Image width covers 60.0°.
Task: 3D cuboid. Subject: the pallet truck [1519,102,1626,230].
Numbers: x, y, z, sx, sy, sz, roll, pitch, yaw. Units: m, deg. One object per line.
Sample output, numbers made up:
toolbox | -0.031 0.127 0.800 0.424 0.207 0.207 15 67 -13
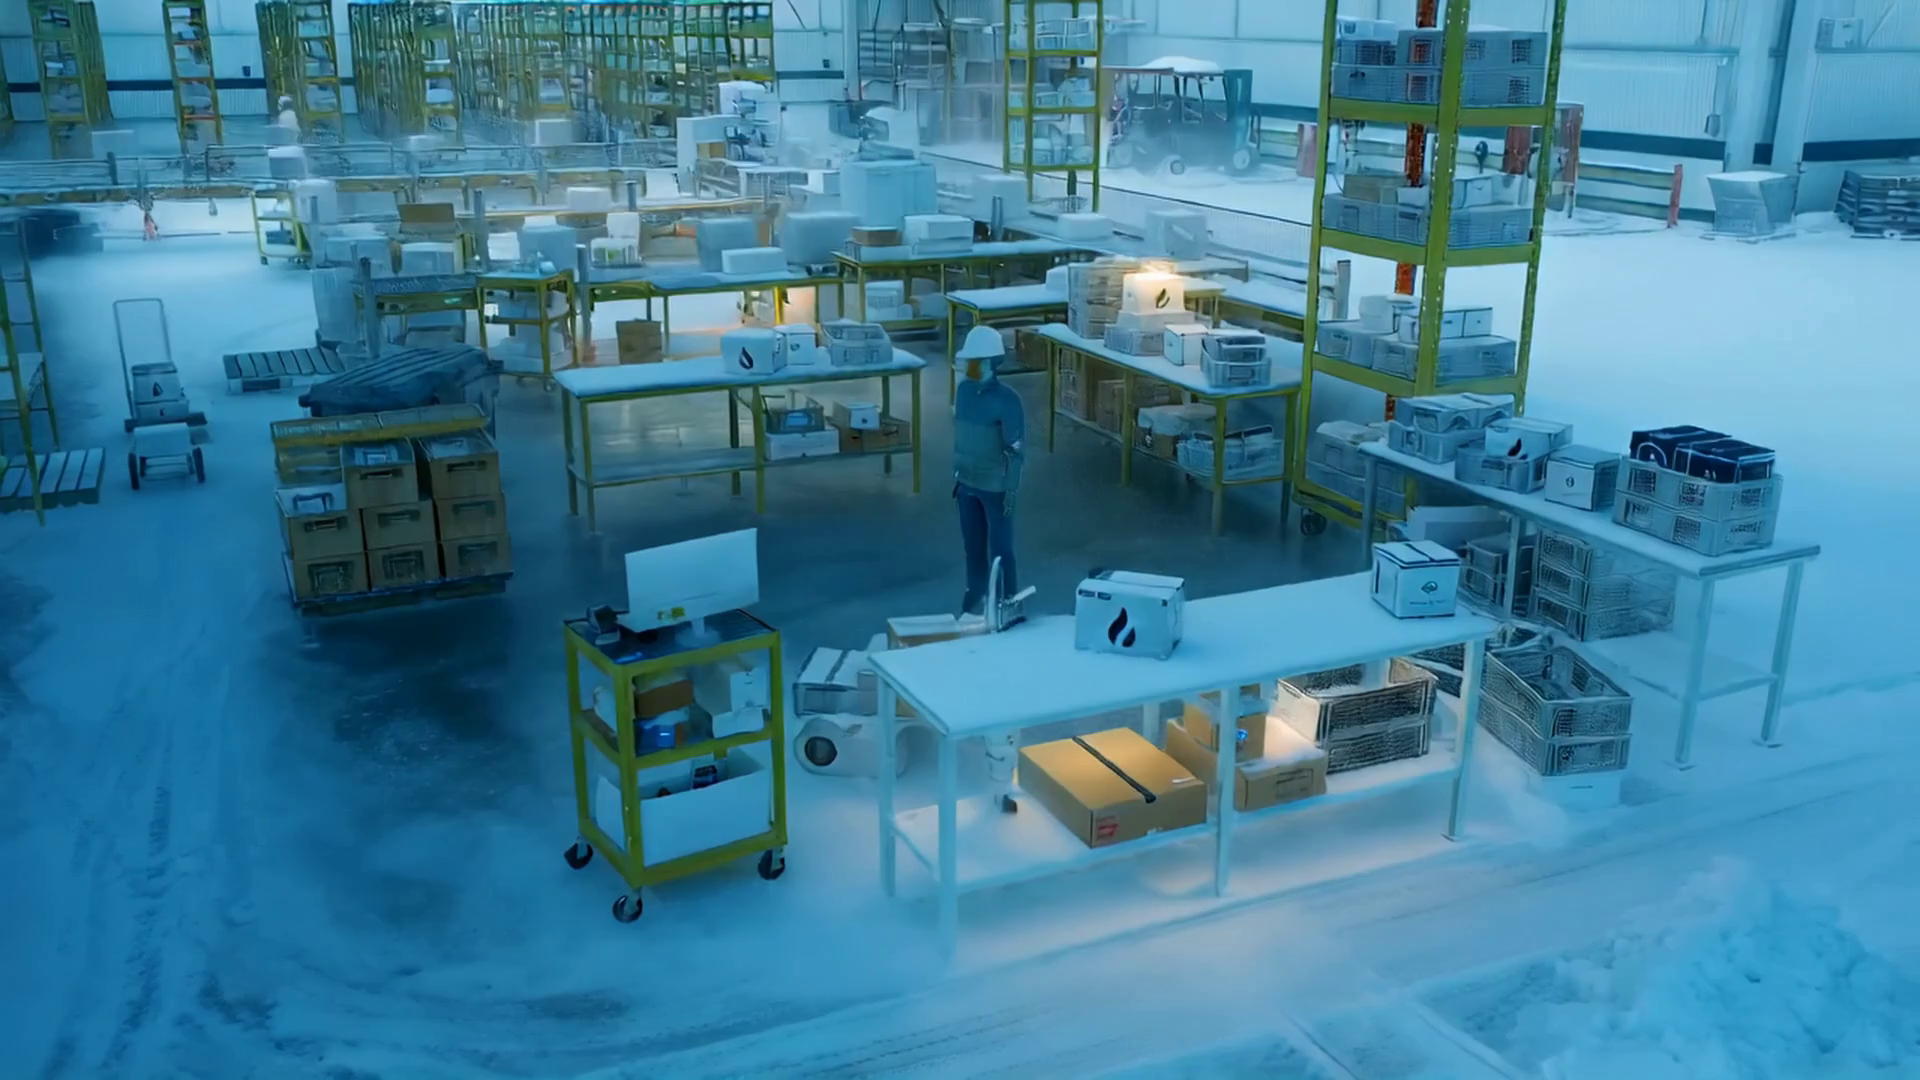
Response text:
pallet truck | 9.972 -6.037 26.785 1.885 1.965 0.823 -9 20 -25

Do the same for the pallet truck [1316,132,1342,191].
pallet truck | 7.723 -7.504 32.656 1.601 1.201 0.680 -8 19 -23

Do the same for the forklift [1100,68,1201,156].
forklift | 4.082 -9.564 37.410 2.680 1.987 1.157 -8 19 -23

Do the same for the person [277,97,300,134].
person | -13.209 -7.744 32.537 0.824 1.762 0.572 -2 18 -6

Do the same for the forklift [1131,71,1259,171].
forklift | 4.998 -8.936 35.413 2.680 1.987 1.157 -9 20 -25

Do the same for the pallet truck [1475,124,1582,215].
pallet truck | 9.707 -6.455 28.103 1.885 1.965 0.823 -7 19 -20

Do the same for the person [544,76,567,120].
person | -10.855 -11.587 44.584 0.653 1.803 0.430 -6 19 -19

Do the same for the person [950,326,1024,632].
person | 0.128 -0.292 9.066 0.312 1.768 0.522 -15 23 -39

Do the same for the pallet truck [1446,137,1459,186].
pallet truck | 9.184 -6.485 29.328 1.630 1.274 0.653 -8 19 -23

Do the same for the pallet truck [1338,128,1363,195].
pallet truck | 7.845 -7.140 31.411 1.522 1.261 0.704 -9 20 -25
